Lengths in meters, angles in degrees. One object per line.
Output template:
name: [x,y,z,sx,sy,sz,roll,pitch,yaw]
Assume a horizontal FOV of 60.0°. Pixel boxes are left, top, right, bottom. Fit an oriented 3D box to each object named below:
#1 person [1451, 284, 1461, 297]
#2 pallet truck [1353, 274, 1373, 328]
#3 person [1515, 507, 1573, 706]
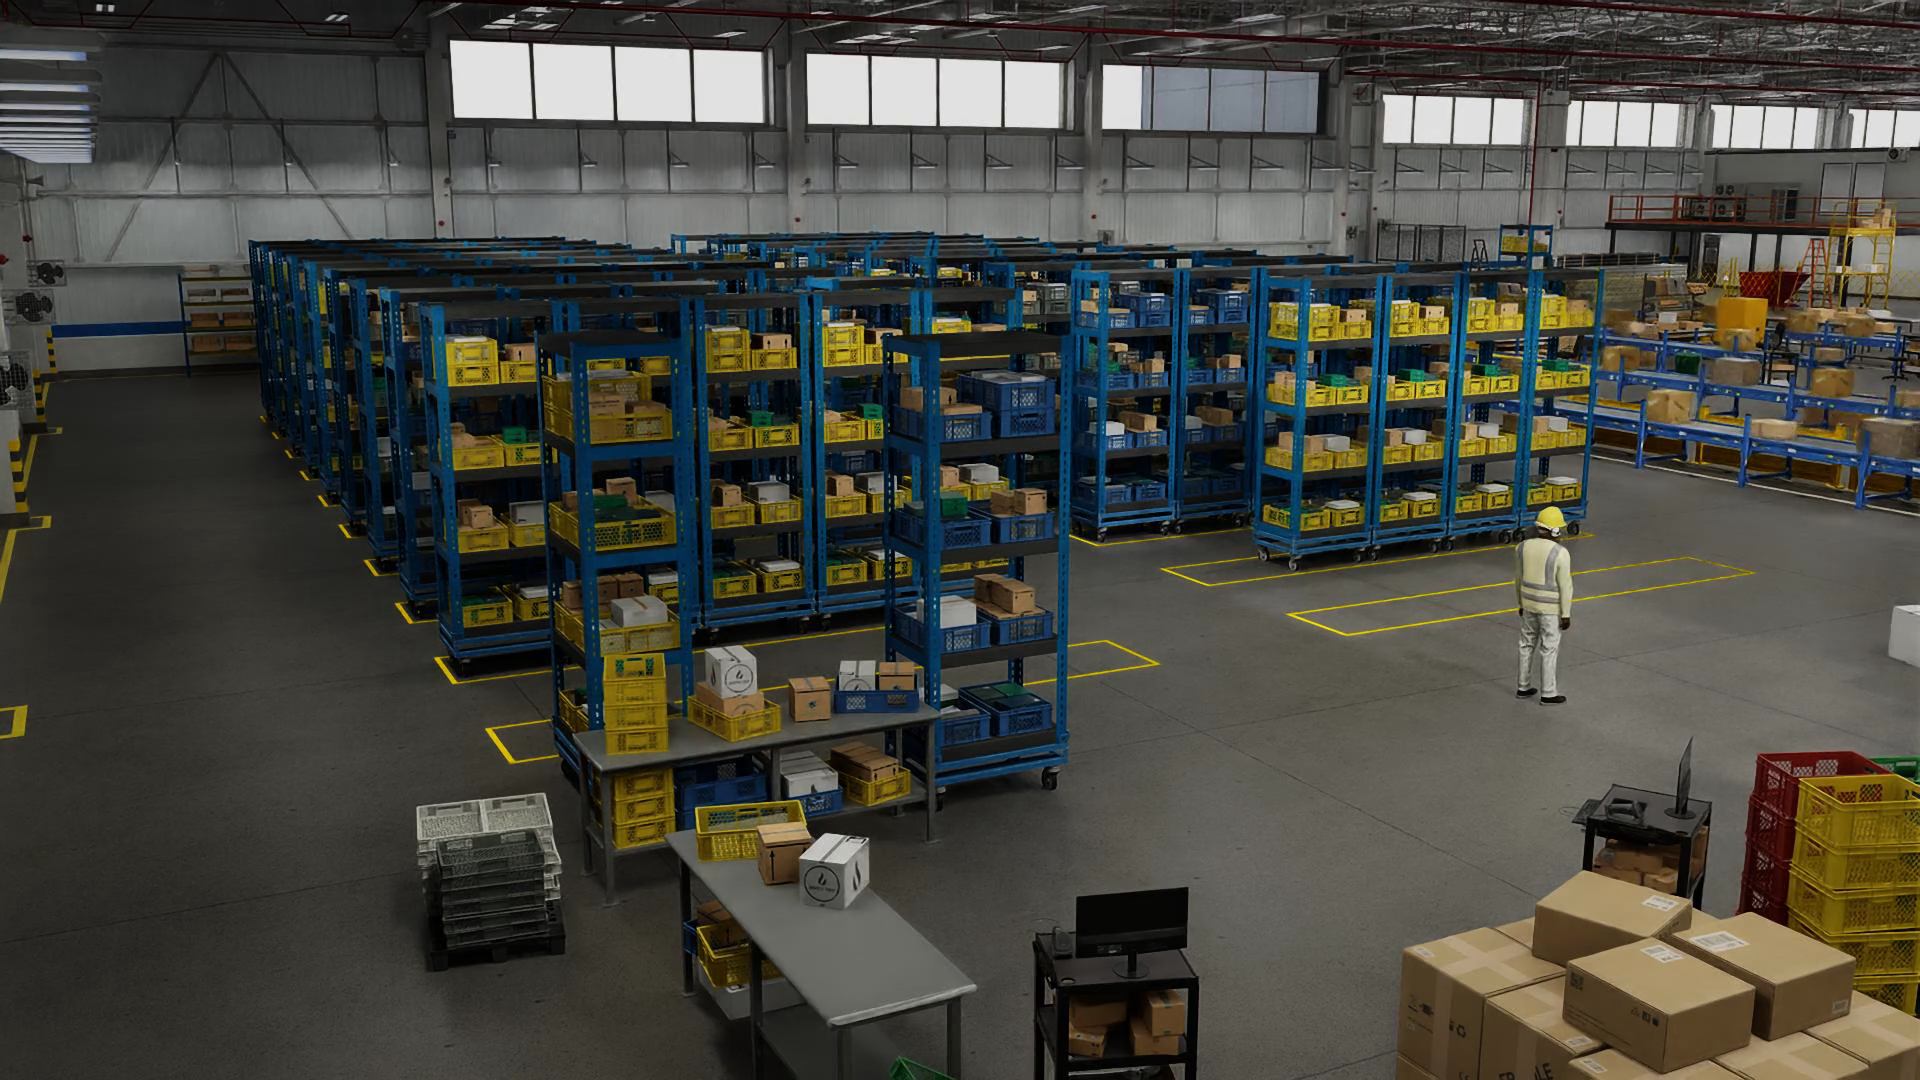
person: [14.195,-6.494,47.970,0.610,2.006,0.996,6,14,28]
pallet truck: [13.011,-8.050,55.243,0.823,1.965,1.885,-7,14,-28]
person: [5.336,0.599,15.177,0.404,1.833,0.590,-8,14,-32]
